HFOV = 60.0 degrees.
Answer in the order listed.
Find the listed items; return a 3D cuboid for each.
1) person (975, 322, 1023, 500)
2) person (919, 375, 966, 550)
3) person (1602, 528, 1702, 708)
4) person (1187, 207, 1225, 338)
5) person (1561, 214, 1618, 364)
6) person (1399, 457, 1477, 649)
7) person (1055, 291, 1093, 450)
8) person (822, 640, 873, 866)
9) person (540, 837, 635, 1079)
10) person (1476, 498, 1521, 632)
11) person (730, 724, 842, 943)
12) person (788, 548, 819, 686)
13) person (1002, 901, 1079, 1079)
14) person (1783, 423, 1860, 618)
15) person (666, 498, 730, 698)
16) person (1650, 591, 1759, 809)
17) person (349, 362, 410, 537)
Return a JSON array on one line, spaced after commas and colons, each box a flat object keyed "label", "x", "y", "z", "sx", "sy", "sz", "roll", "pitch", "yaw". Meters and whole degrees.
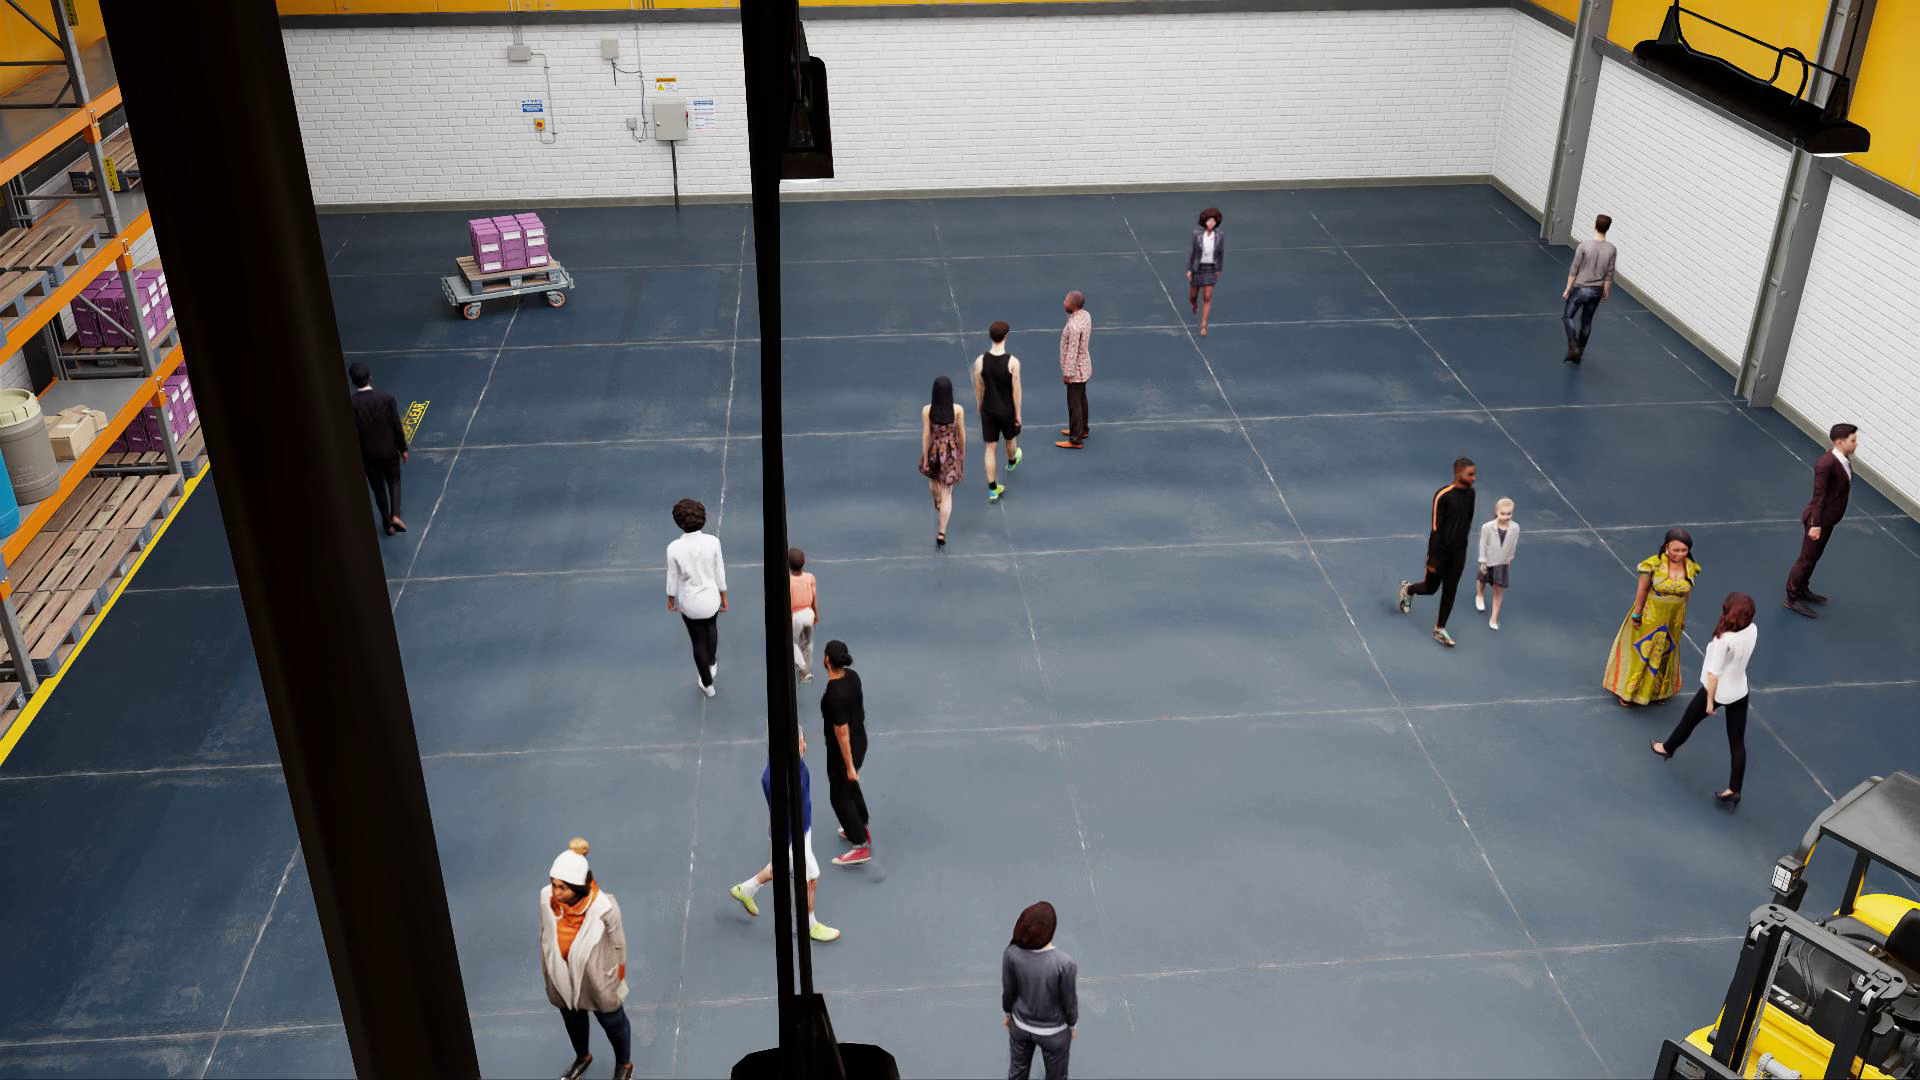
[{"label": "person", "x": 0.372, "y": -1.304, "z": 17.375, "sx": 0.956, "sy": 1.843, "sz": 1.256, "roll": 8, "pitch": 30, "yaw": 14}, {"label": "person", "x": -0.157, "y": -0.735, "z": 16.461, "sx": 0.658, "sy": 1.719, "sz": 1.159, "roll": -1, "pitch": 29, "yaw": -2}, {"label": "person", "x": 5.883, "y": 0.638, "z": 14.005, "sx": 0.833, "sy": 1.661, "sz": 0.741, "roll": -3, "pitch": 29, "yaw": -5}, {"label": "person", "x": 3.155, "y": -3.499, "z": 21.568, "sx": 0.710, "sy": 1.681, "sz": 0.921, "roll": 2, "pitch": 29, "yaw": 3}, {"label": "person", "x": 7.751, "y": -3.046, "z": 20.514, "sx": 0.783, "sy": 1.895, "sz": 0.845, "roll": 2, "pitch": 29, "yaw": 4}, {"label": "person", "x": 4.308, "y": 0.057, "z": 14.935, "sx": 0.833, "sy": 1.790, "sz": 1.071, "roll": -11, "pitch": 31, "yaw": -19}, {"label": "person", "x": 1.310, "y": -1.910, "z": 18.528, "sx": 0.827, "sy": 1.802, "sz": 0.671, "roll": 8, "pitch": 30, "yaw": 15}, {"label": "person", "x": -0.796, "y": 1.574, "z": 12.228, "sx": 0.900, "sy": 1.719, "sz": 0.681, "roll": -2, "pitch": 29, "yaw": -3}, {"label": "person", "x": -2.275, "y": 2.600, "z": 10.167, "sx": 0.786, "sy": 1.892, "sz": 0.780, "roll": 7, "pitch": 29, "yaw": 12}, {"label": "person", "x": 4.915, "y": 0.162, "z": 15.321, "sx": 0.645, "sy": 1.237, "sz": 0.936, "roll": 4, "pitch": 29, "yaw": 8}, {"label": "person", "x": -1.237, "y": 1.974, "z": 11.392, "sx": 0.807, "sy": 1.817, "sz": 1.012, "roll": 3, "pitch": 29, "yaw": 5}, {"label": "person", "x": -1.366, "y": 0.689, "z": 14.286, "sx": 0.621, "sy": 1.302, "sz": 0.720, "roll": -13, "pitch": 31, "yaw": -22}, {"label": "person", "x": 0.468, "y": 2.857, "z": 9.823, "sx": 0.689, "sy": 1.769, "sz": 0.678, "roll": 10, "pitch": 30, "yaw": 18}, {"label": "person", "x": 7.961, "y": -0.222, "z": 15.363, "sx": 0.835, "sy": 1.871, "sz": 0.770, "roll": 21, "pitch": 35, "yaw": 33}, {"label": "person", "x": -2.184, "y": 0.530, "z": 14.071, "sx": 0.760, "sy": 1.787, "sz": 0.856, "roll": -10, "pitch": 30, "yaw": -17}, {"label": "person", "x": 5.935, "y": 1.267, "z": 12.775, "sx": 0.849, "sy": 1.734, "sz": 1.203, "roll": -11, "pitch": 30, "yaw": -19}, {"label": "person", "x": -5.775, "y": -0.849, "z": 16.509, "sx": 0.856, "sy": 1.873, "sz": 0.943, "roll": -11, "pitch": 30, "yaw": -19}]
